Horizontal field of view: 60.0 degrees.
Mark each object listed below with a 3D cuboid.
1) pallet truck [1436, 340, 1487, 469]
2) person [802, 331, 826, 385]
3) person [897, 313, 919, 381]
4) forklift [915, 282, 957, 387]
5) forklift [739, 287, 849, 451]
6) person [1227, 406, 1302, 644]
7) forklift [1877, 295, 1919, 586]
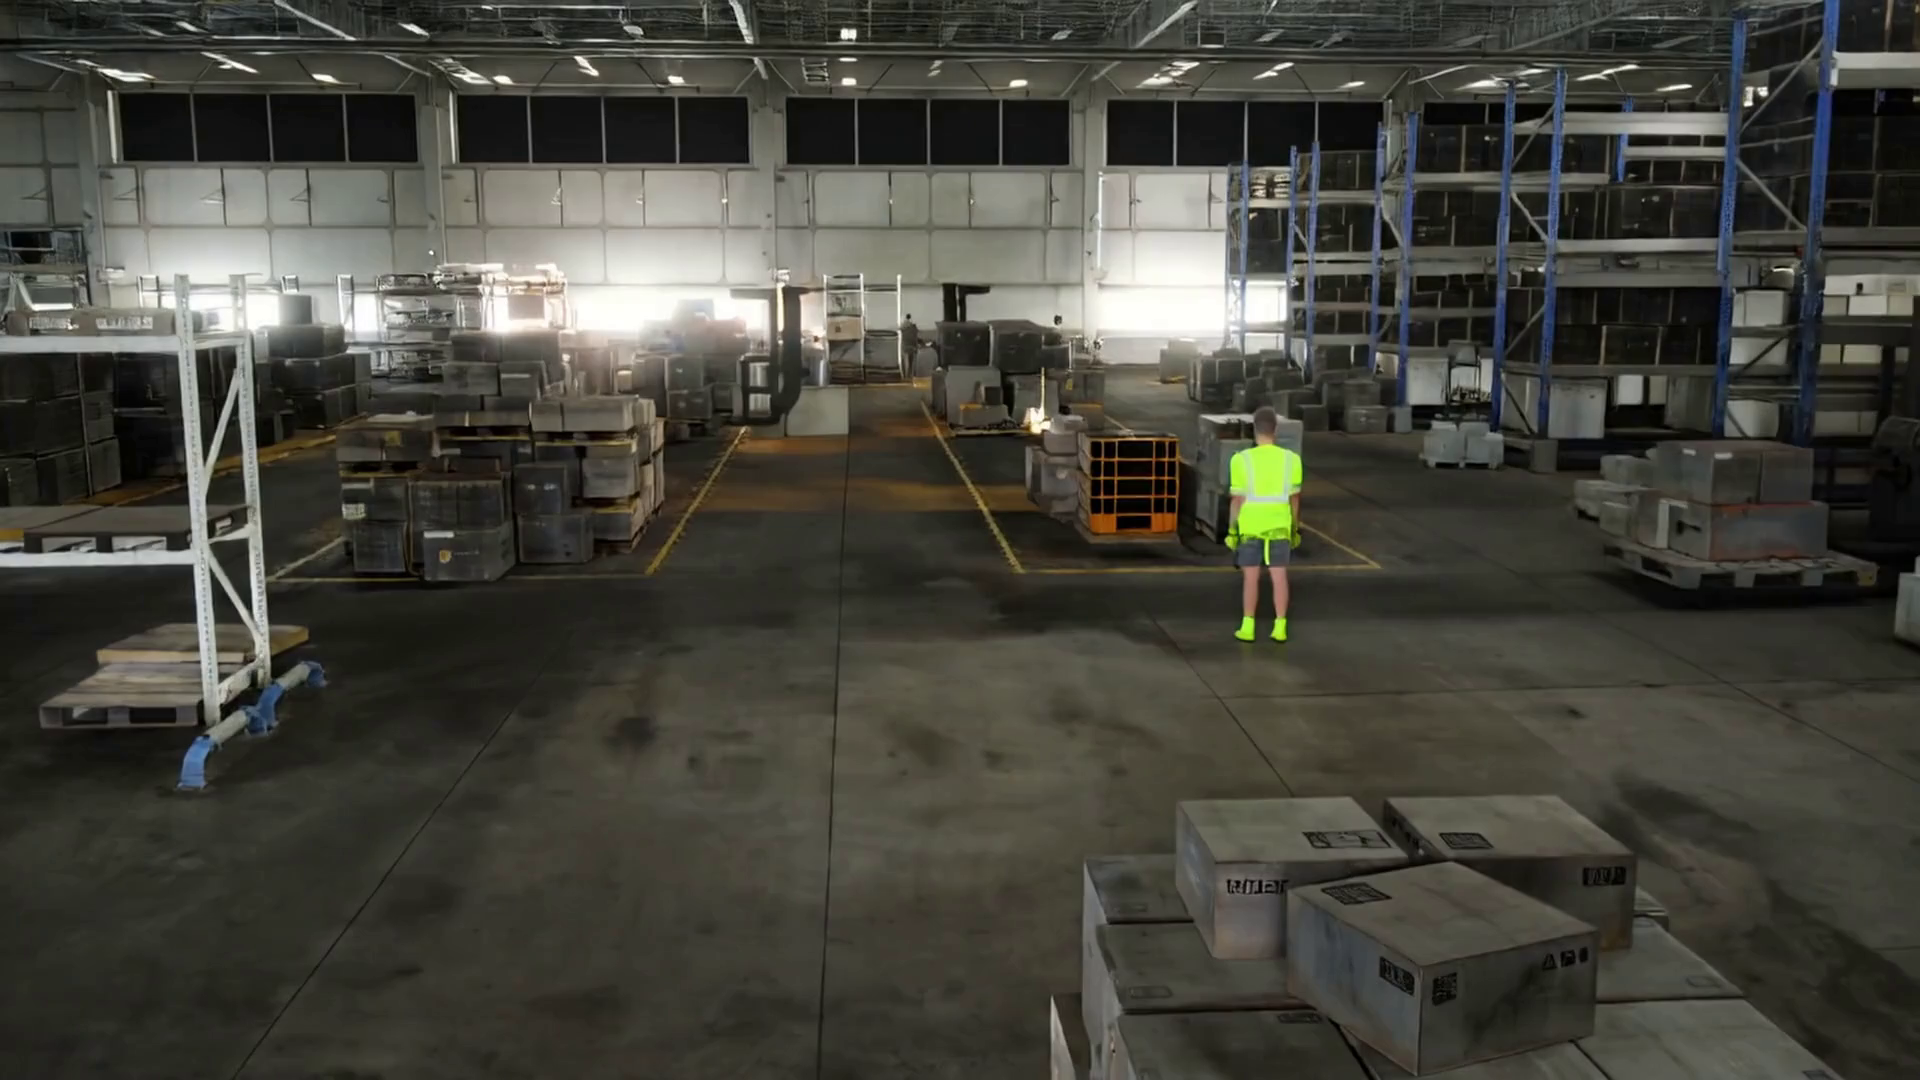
[{"bbox_3d":[8.004,-2.170,26.422,0.823,1.965,1.885,2,9,14],"label":"pallet truck"},{"bbox_3d":[-2.764,-2.836,30.609,0.608,1.995,0.377,-1,9,-4],"label":"person"},{"bbox_3d":[-1.488,-5.476,47.366,0.629,1.940,0.373,-1,9,-4],"label":"person"},{"bbox_3d":[-0.281,-5.566,44.980,1.873,2.768,1.129,-1,9,-4],"label":"forklift"},{"bbox_3d":[-2.857,-2.959,28.607,1.873,2.768,1.129,-1,9,-4],"label":"forklift"},{"bbox_3d":[2.489,-0.115,13.636,0.602,1.960,0.368,-1,9,-4],"label":"person"},{"bbox_3d":[9.717,-1.011,16.380,1.873,2.768,1.129,-1,9,-4],"label":"forklift"}]
